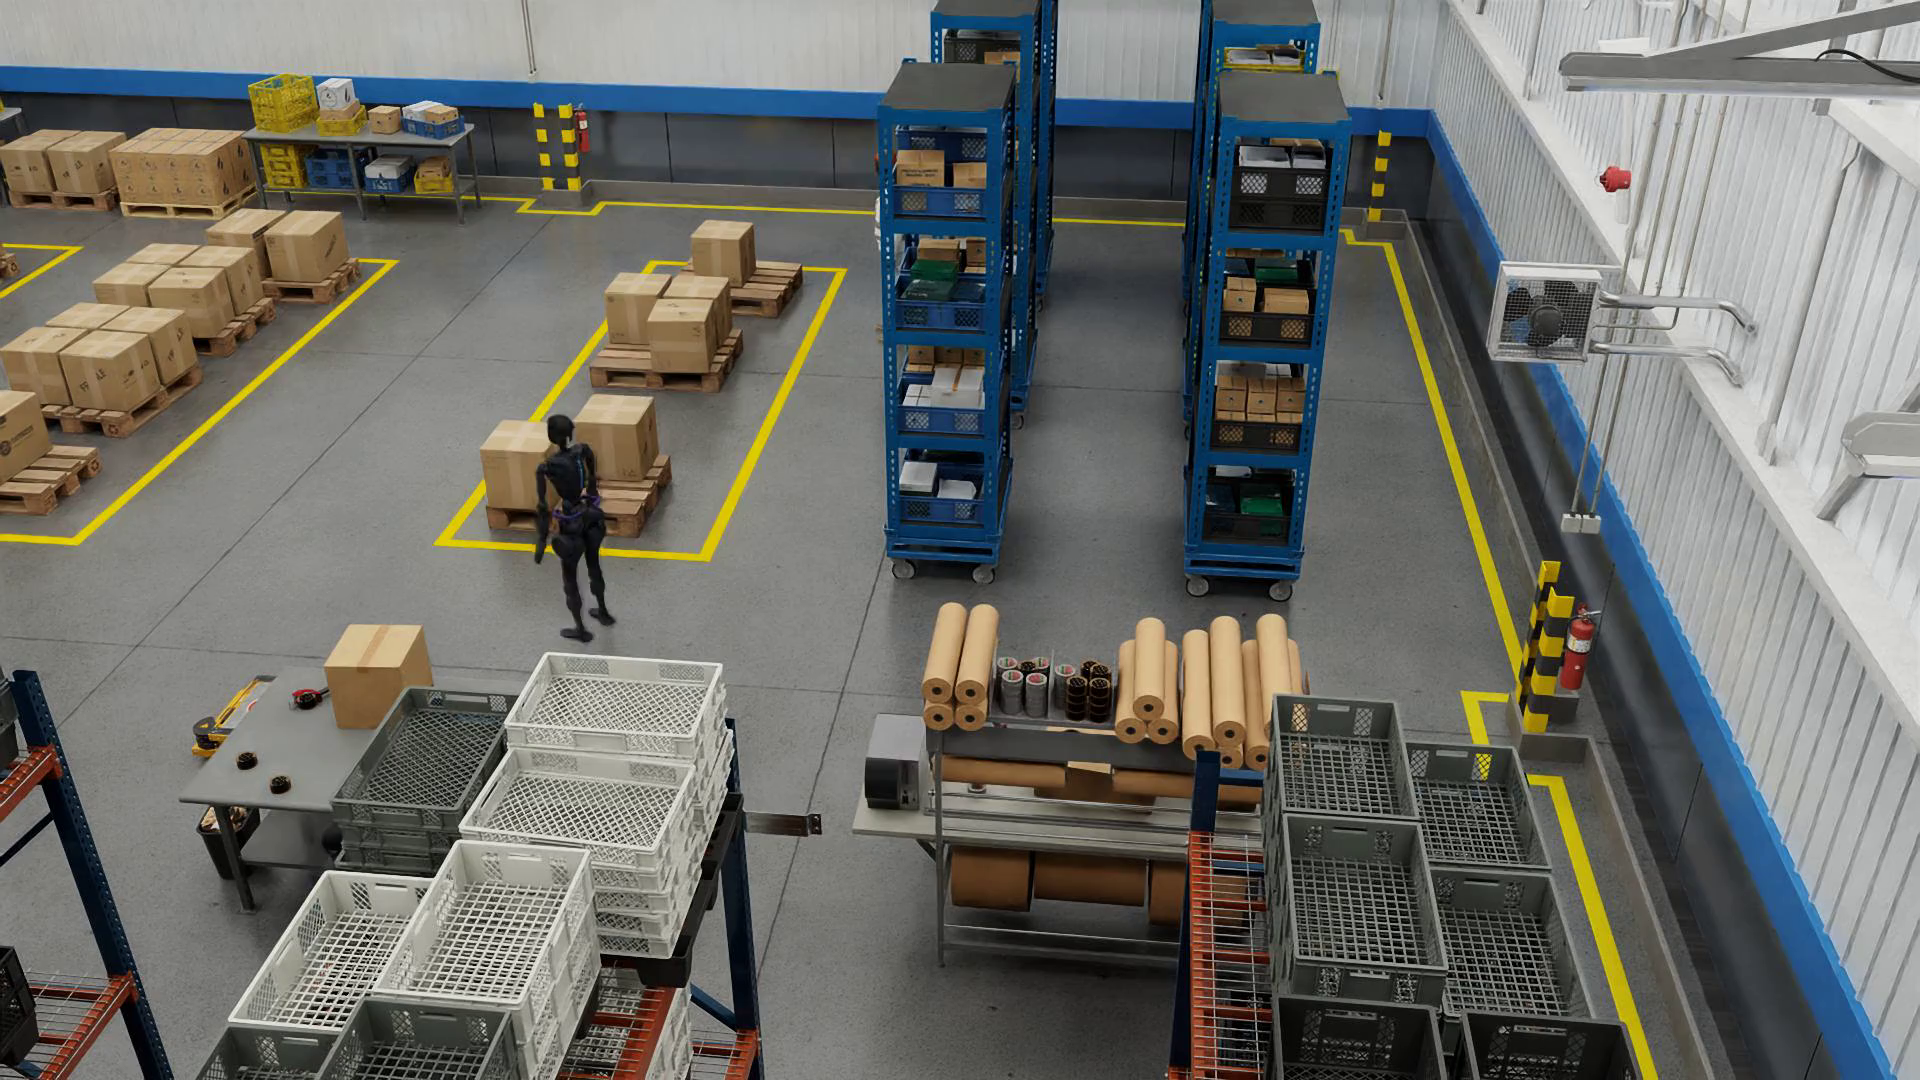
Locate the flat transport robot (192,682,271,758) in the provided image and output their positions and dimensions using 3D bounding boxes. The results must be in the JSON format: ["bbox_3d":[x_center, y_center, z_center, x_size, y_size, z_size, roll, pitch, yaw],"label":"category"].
[{"bbox_3d":[-4.089,1.163,10.648,1.431,0.197,0.652,3,30,6],"label":"flat transport robot"}]

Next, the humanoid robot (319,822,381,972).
[{"bbox_3d":[-2.824,1.994,7.851,0.354,1.645,0.584,-24,38,-34],"label":"humanoid robot"}]

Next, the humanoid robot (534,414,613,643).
[{"bbox_3d":[-2.663,-0.085,11.421,0.326,1.649,0.637,16,34,26],"label":"humanoid robot"}]

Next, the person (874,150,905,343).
[{"bbox_3d":[-0.654,-2.815,15.904,0.355,1.884,0.573,-2,30,-4],"label":"person"}]
